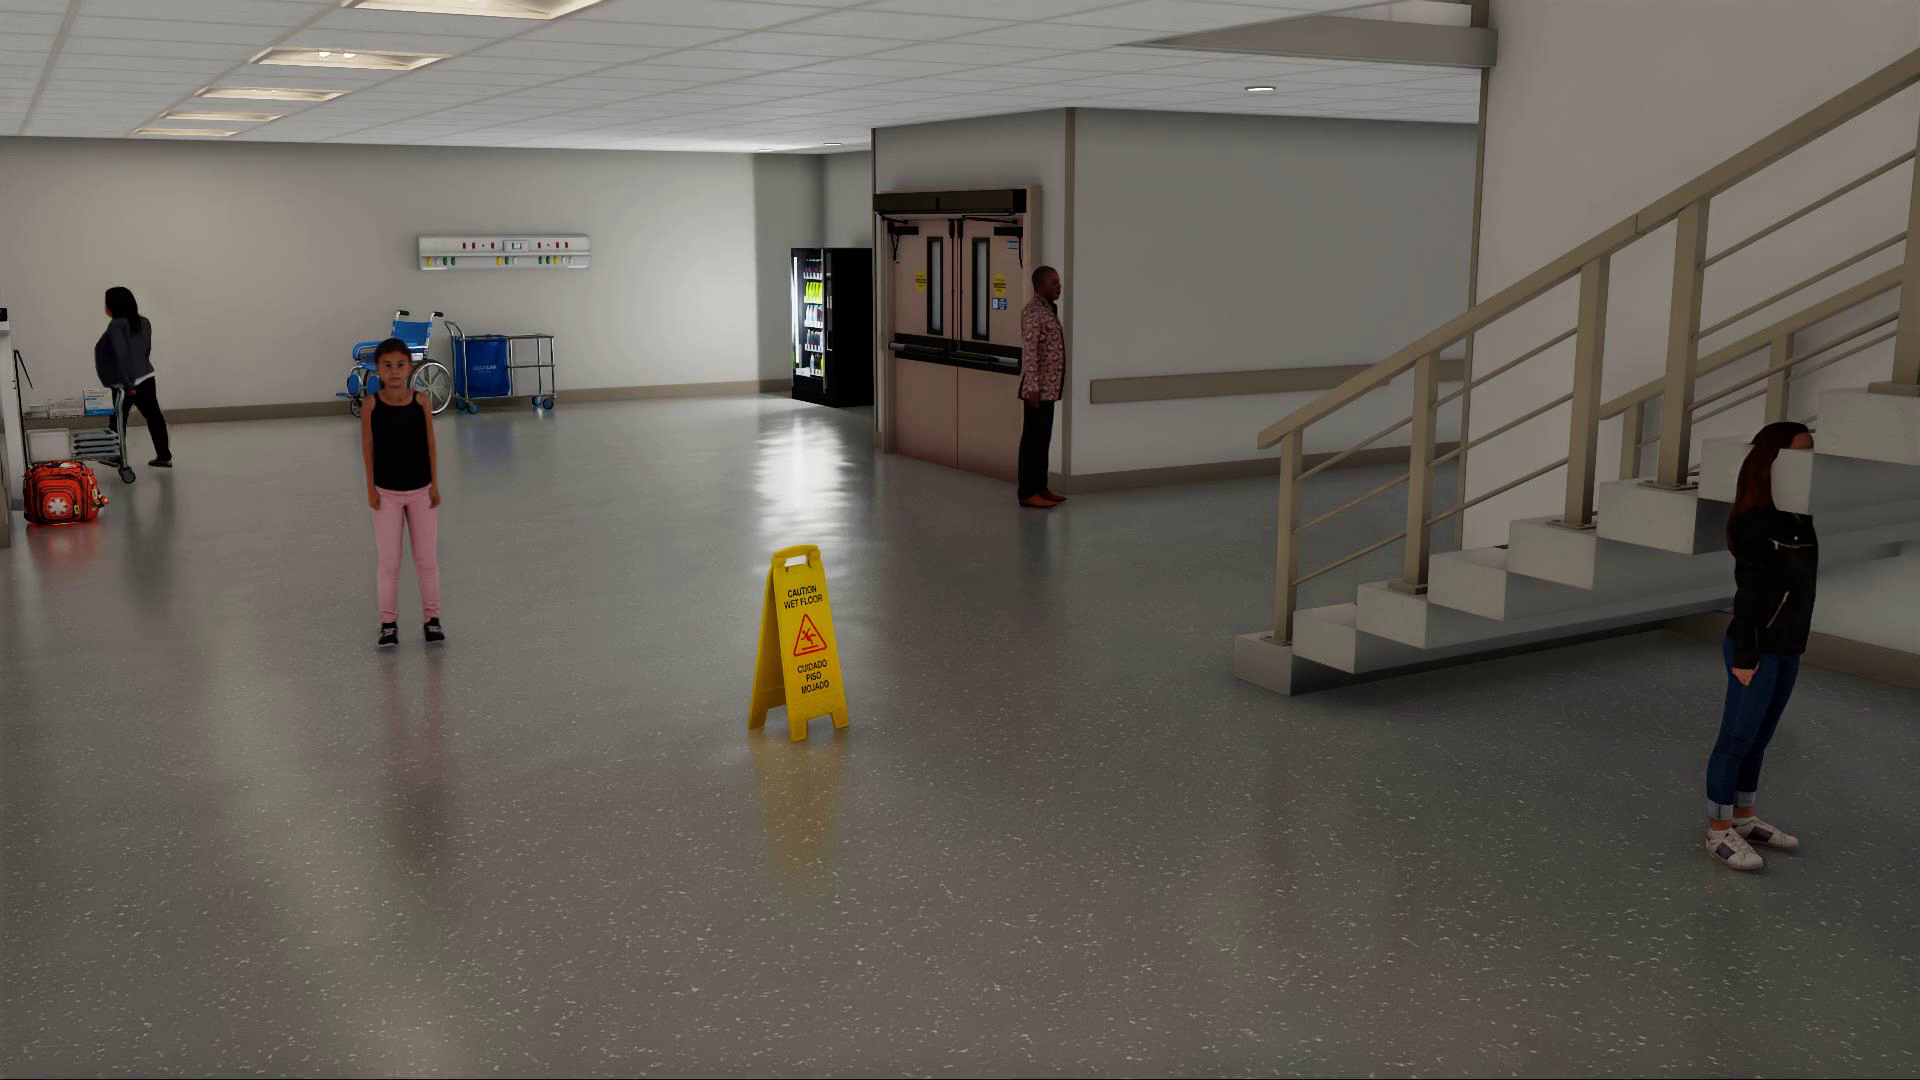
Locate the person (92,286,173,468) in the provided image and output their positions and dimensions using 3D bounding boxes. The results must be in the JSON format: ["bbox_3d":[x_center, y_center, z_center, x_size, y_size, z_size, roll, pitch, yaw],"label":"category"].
[{"bbox_3d":[-7.009,-1.338,14.185,1.121,1.552,1.068,3,11,17],"label":"person"}]

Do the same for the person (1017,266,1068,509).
[{"bbox_3d":[0.600,-1.170,12.625,0.811,1.804,0.768,4,11,19],"label":"person"}]

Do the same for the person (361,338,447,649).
[{"bbox_3d":[-2.797,-0.238,8.360,0.517,1.563,0.519,-5,12,-25],"label":"person"}]

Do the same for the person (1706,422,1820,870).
[{"bbox_3d":[2.686,0.334,5.562,0.598,1.483,0.549,-9,14,-41],"label":"person"}]
